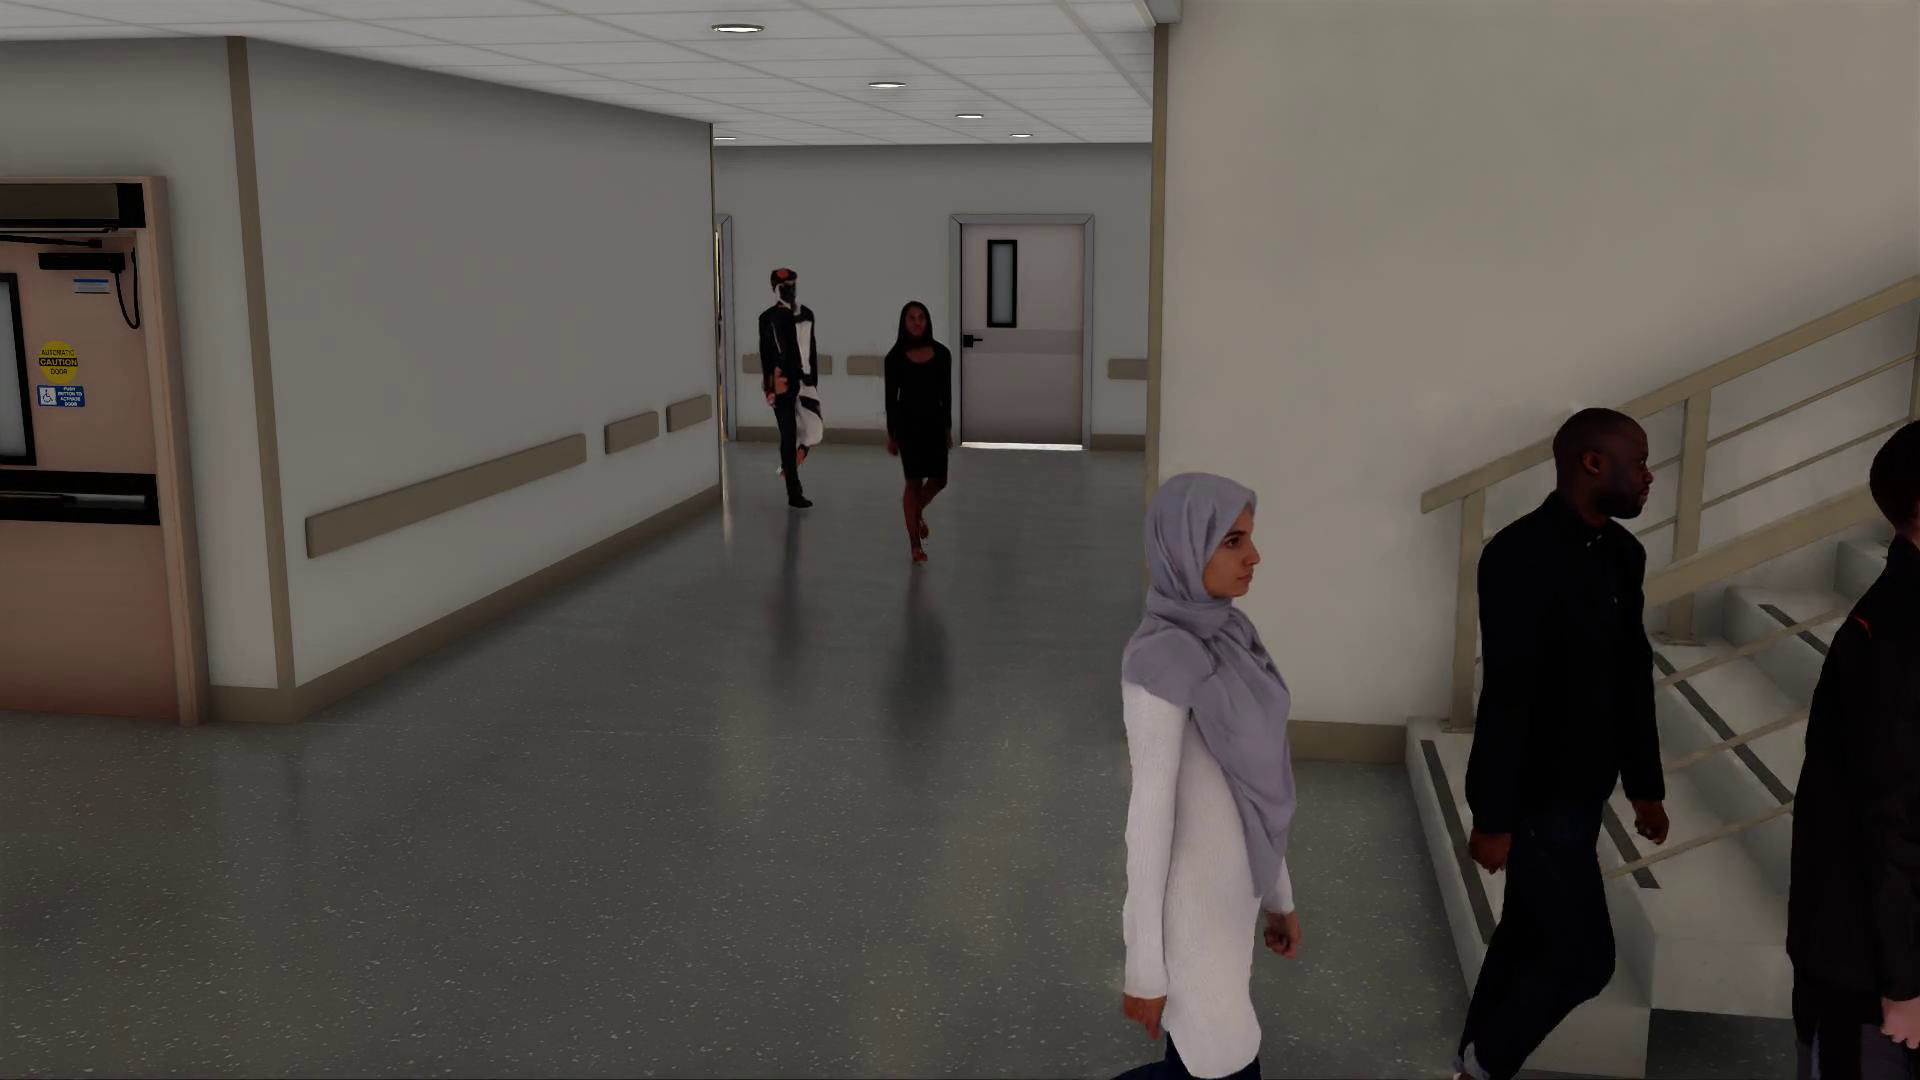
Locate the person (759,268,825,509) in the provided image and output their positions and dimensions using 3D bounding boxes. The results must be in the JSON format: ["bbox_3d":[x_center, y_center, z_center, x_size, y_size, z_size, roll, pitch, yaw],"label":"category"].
[{"bbox_3d":[-1.382,-1.195,13.126,0.914,1.873,0.976,-9,14,-41],"label":"person"}]

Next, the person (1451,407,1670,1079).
[{"bbox_3d":[1.309,0.587,3.945,0.866,1.794,0.842,10,15,44],"label":"person"}]

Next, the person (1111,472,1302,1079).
[{"bbox_3d":[0.387,0.744,3.226,1.136,1.753,0.848,6,12,29],"label":"person"}]

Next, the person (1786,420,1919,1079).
[{"bbox_3d":[1.543,0.739,2.880,1.187,1.892,0.971,7,13,32],"label":"person"}]

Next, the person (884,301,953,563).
[{"bbox_3d":[-0.290,-0.720,11.064,0.848,1.708,0.873,-4,11,-19],"label":"person"}]
